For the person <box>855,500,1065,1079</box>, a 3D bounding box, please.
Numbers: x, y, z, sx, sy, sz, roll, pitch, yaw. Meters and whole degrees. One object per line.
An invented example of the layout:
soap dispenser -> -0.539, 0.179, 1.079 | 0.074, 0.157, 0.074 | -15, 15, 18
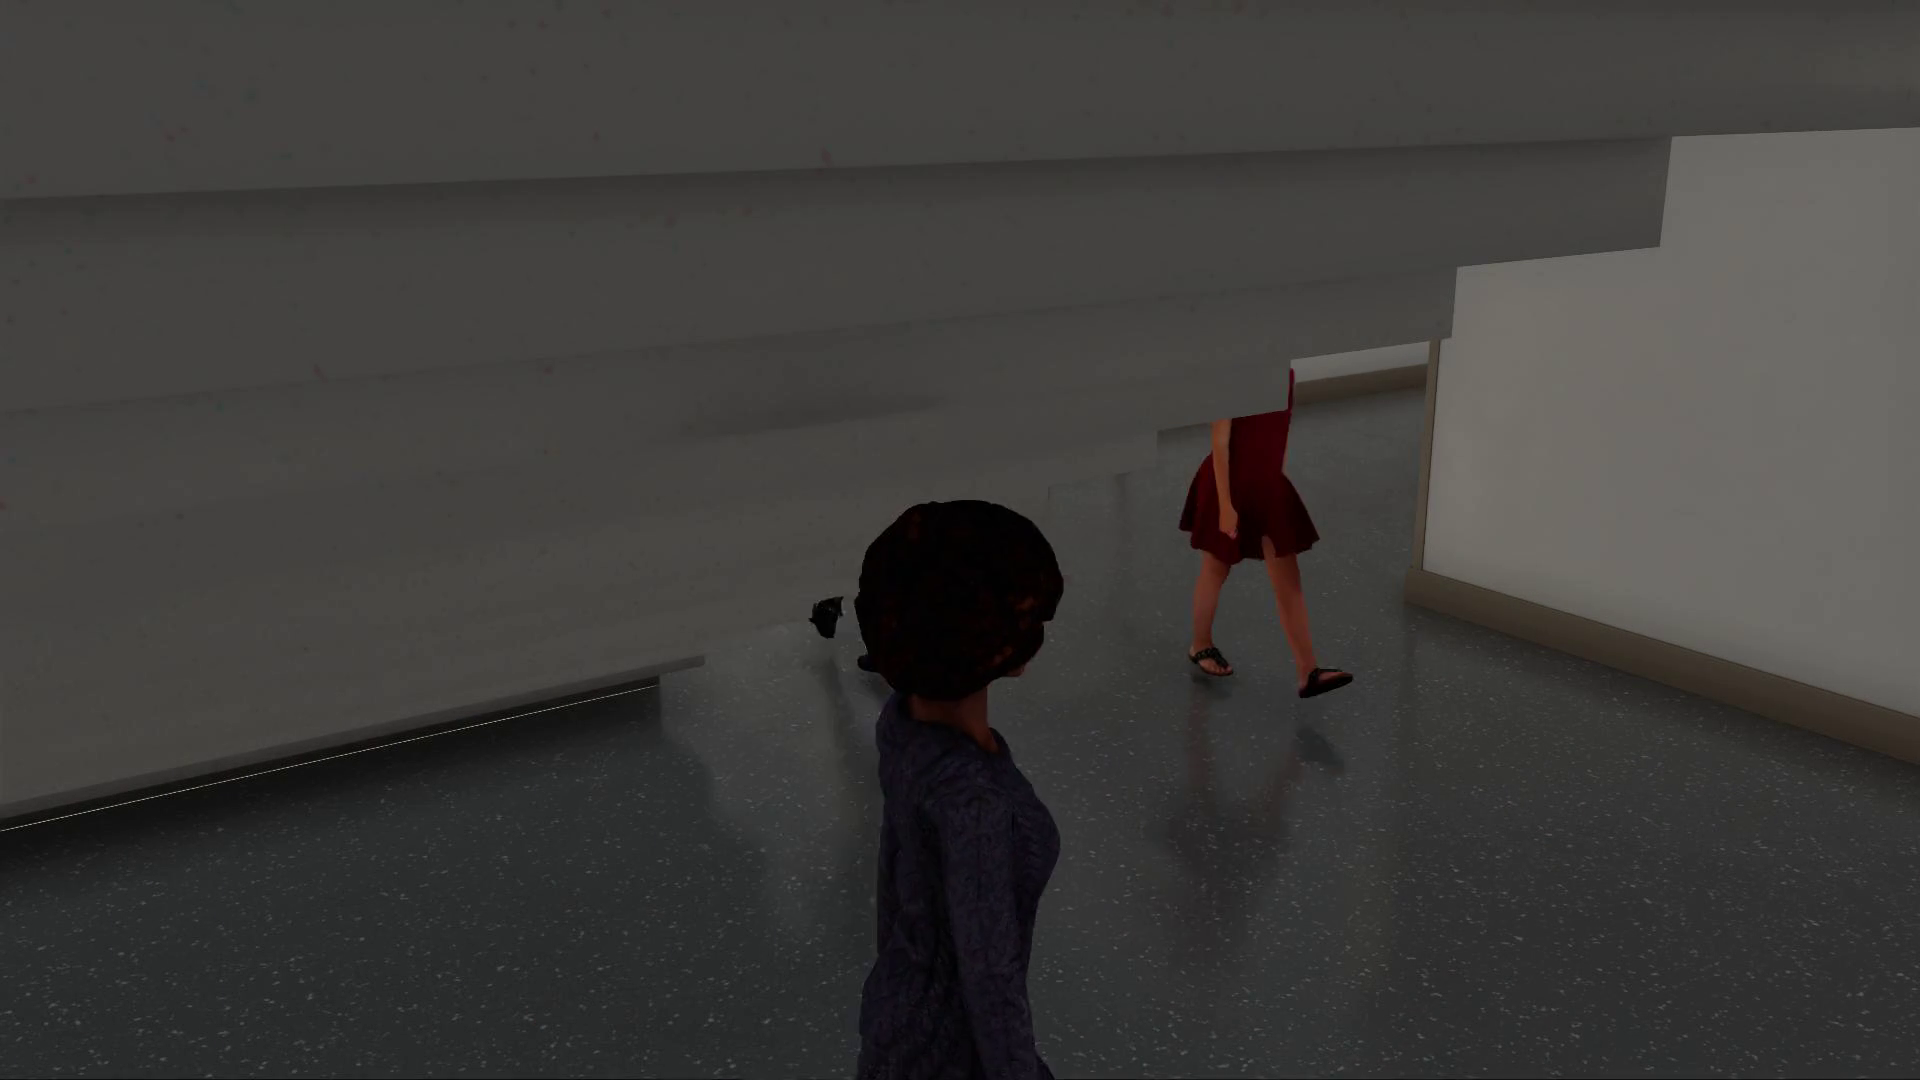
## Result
person -> -0.121, 0.806, 2.456 | 1.022, 1.660, 1.155 | -2, 16, -6

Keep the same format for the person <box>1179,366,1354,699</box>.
person -> 1.023, -0.185, 6.225 | 0.669, 1.514, 1.063 | -8, 18, -26
